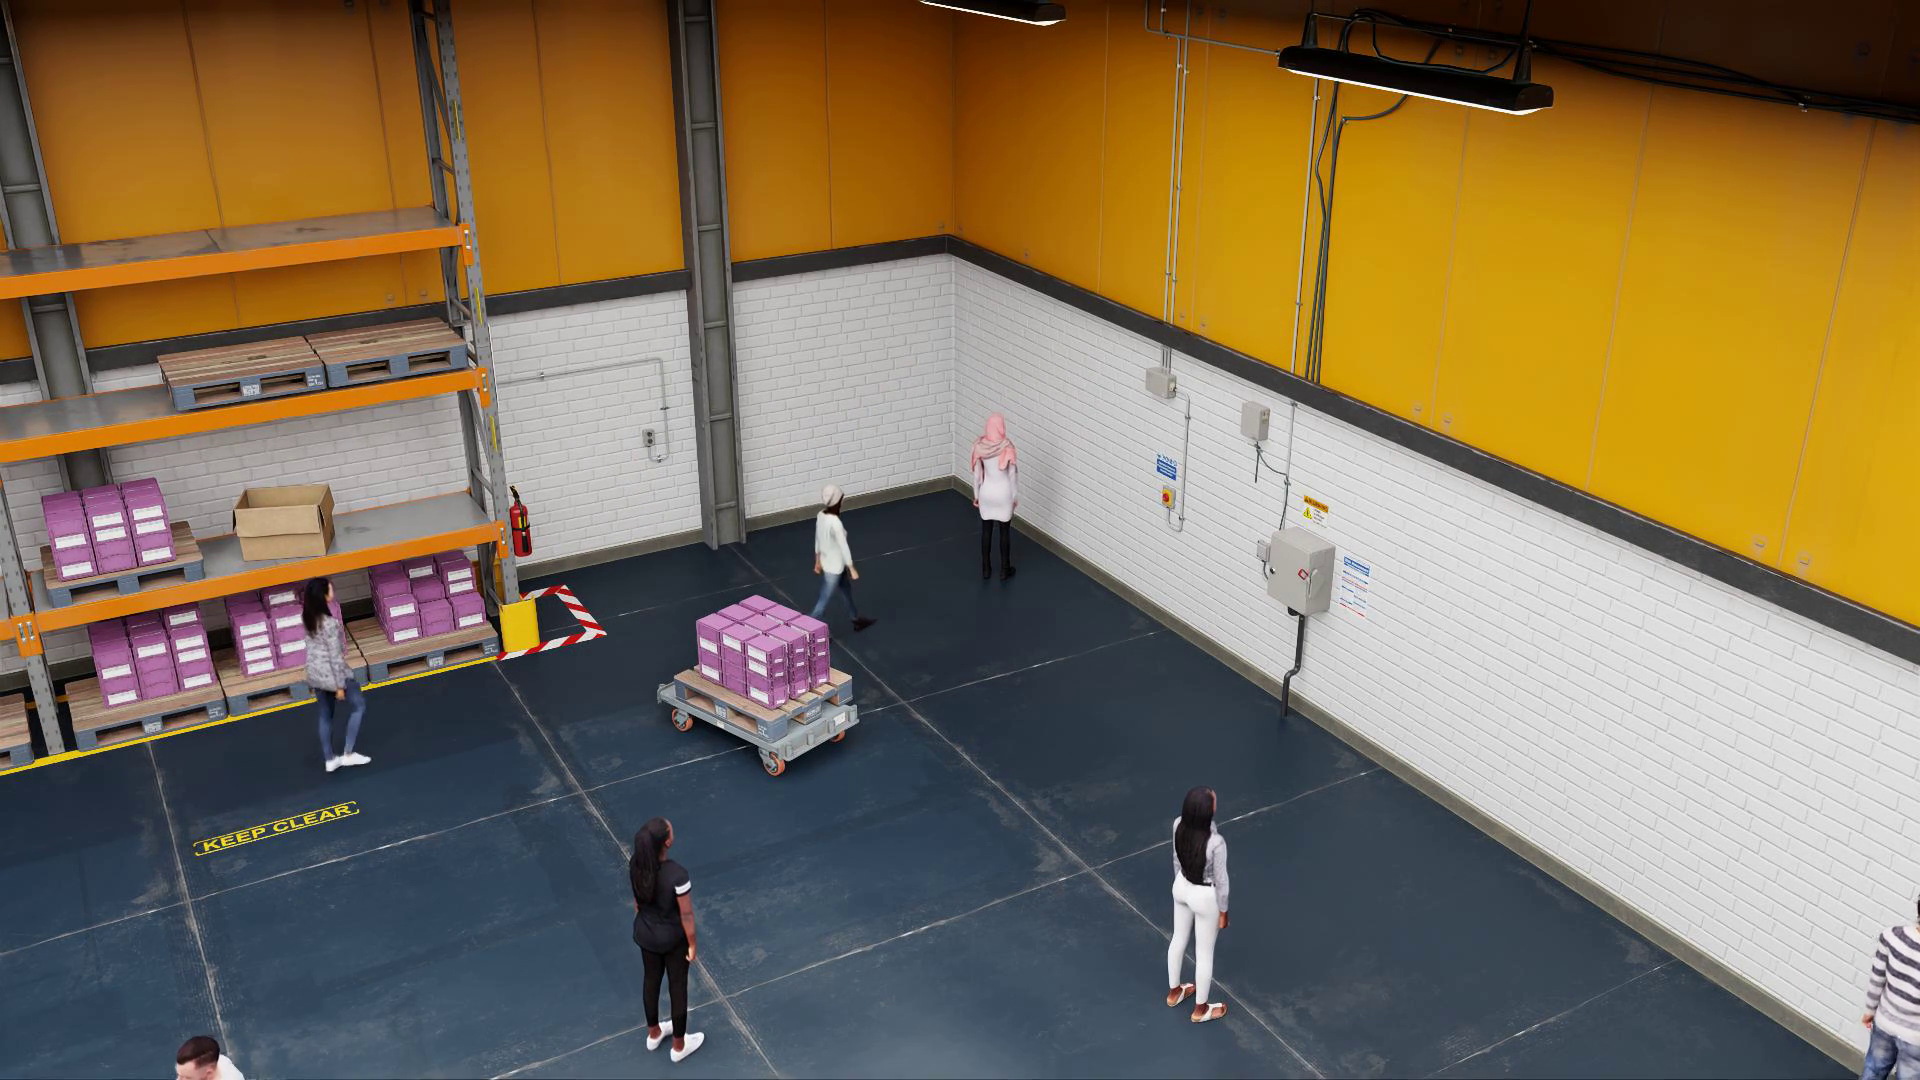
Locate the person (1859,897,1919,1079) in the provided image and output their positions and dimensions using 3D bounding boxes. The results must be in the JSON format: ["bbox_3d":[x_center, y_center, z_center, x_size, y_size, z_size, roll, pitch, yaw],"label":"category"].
[{"bbox_3d":[5.456,2.827,9.608,0.752,1.854,0.641,-14,27,-28],"label":"person"}]

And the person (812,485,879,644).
[{"bbox_3d":[-1.282,0.271,15.758,0.997,1.611,0.618,-10,26,-22],"label":"person"}]

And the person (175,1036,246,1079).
[{"bbox_3d":[-3.686,3.265,8.680,1.005,1.795,0.804,-9,25,-19],"label":"person"}]

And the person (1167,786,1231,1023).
[{"bbox_3d":[1.553,2.351,10.860,0.572,1.725,0.622,-18,29,-35],"label":"person"}]

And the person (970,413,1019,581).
[{"bbox_3d":[0.367,-0.452,17.173,0.729,1.803,0.786,7,24,15],"label":"person"}]

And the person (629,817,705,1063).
[{"bbox_3d":[-1.878,2.503,10.508,0.693,1.727,0.727,11,26,23],"label":"person"}]

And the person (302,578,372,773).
[{"bbox_3d":[-5.246,1.147,13.619,0.731,1.721,0.751,13,27,27],"label":"person"}]
